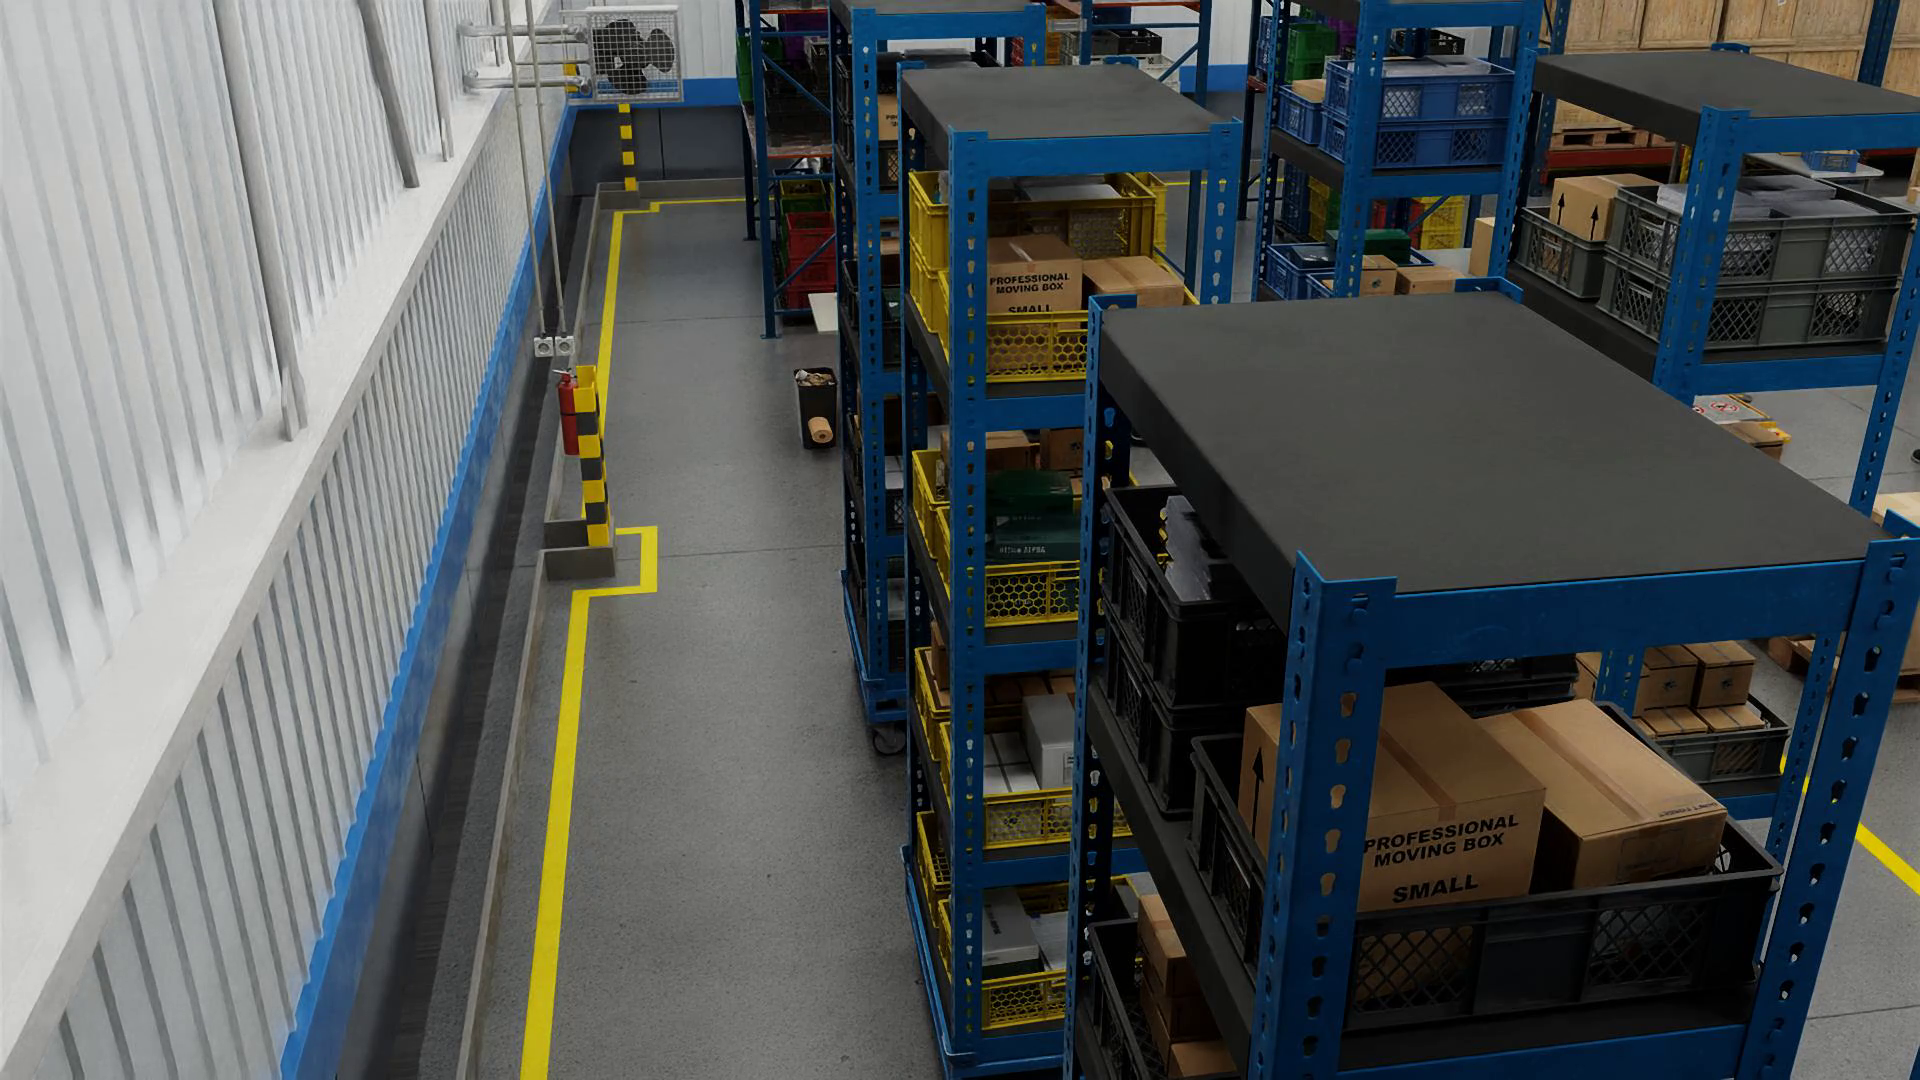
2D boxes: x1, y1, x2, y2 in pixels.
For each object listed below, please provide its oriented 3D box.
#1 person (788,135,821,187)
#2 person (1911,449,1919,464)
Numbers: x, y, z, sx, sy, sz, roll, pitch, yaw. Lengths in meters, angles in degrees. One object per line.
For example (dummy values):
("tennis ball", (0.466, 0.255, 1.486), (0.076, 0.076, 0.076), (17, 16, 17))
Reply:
("person", (-1.751, -4.596, 18.340), (0.360, 1.884, 0.574), (16, 29, 31))
("person", (6.931, -1.351, 11.345), (0.588, 1.834, 0.403), (5, 25, 11))
